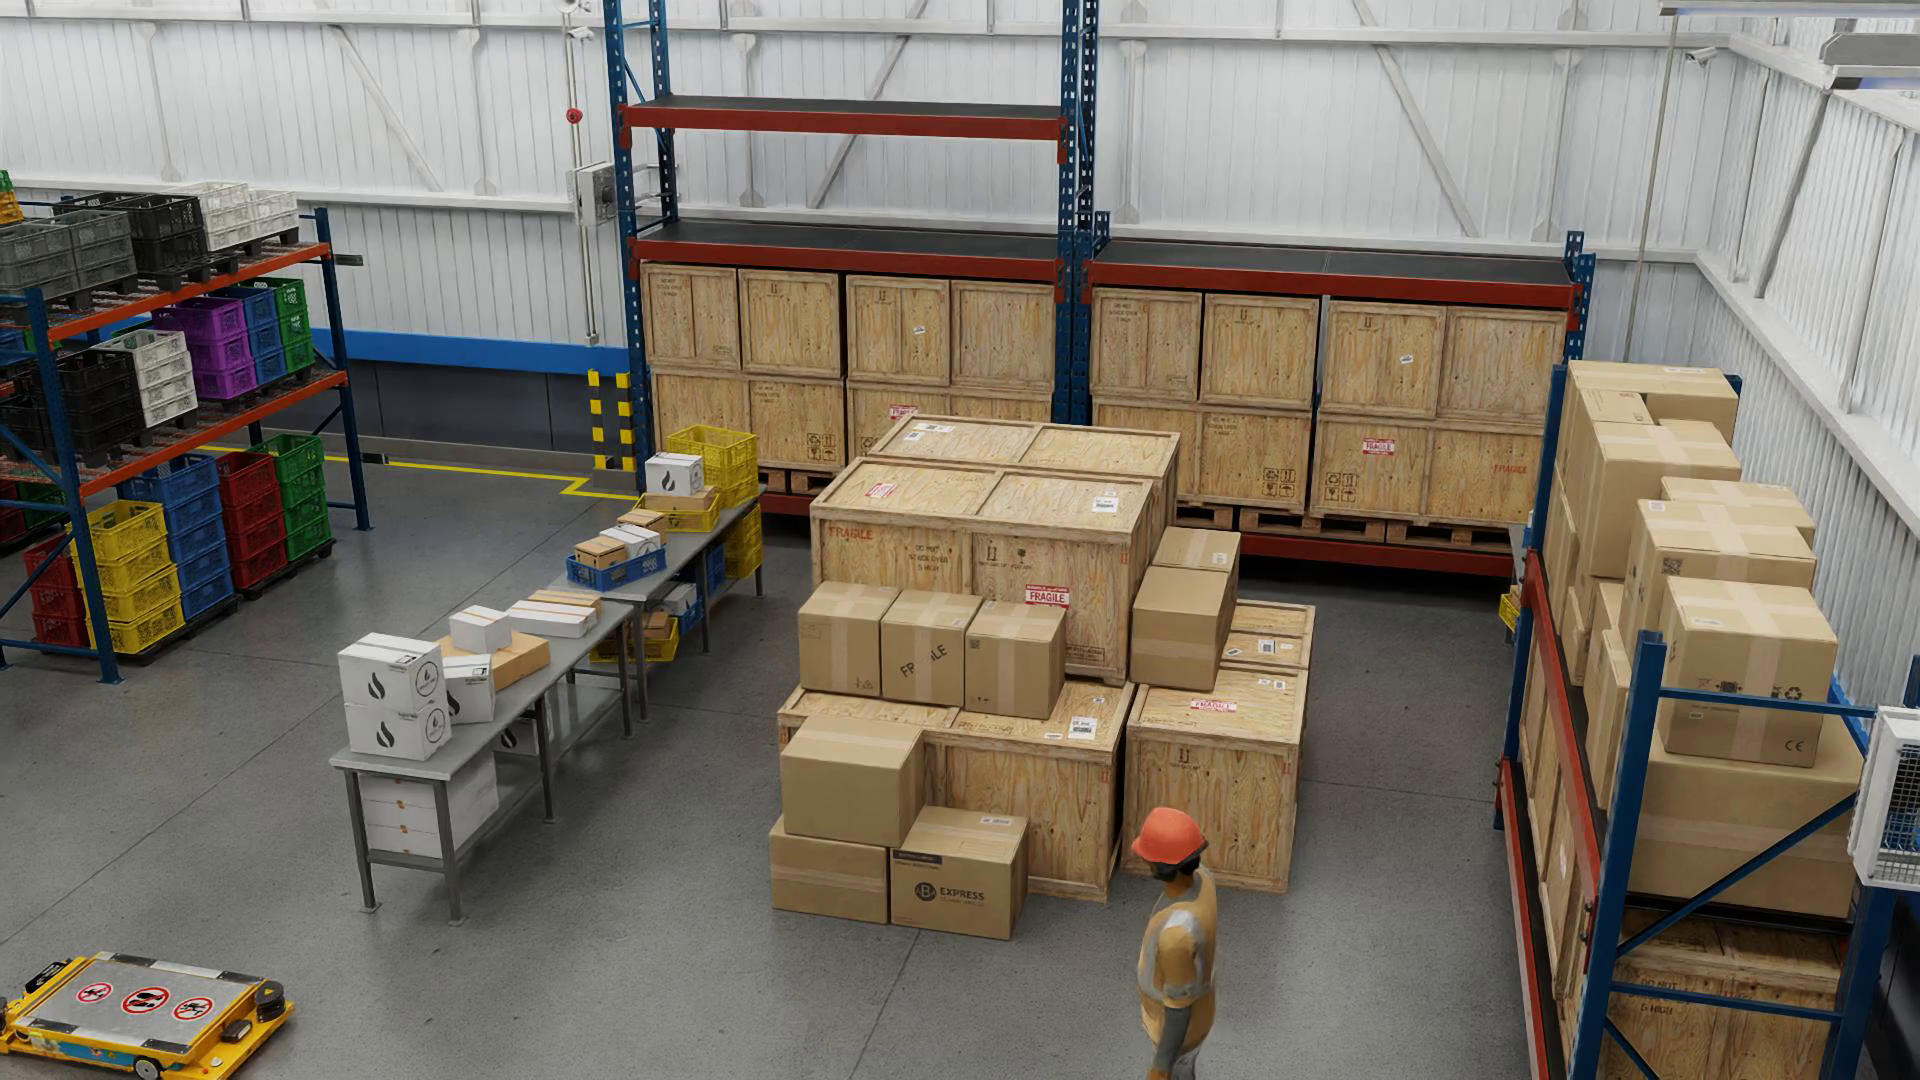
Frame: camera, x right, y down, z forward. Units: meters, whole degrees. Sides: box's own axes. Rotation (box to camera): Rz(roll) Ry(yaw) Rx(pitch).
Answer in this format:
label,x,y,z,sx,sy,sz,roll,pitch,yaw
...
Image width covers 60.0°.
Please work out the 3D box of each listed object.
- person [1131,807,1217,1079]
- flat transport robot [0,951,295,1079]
label,x,y,z,sx,sy,sz,roll,pitch,yaw
person,0.896,2.064,7.173,0.390,2.037,0.604,6,22,14
flat transport robot,-4.270,2.464,8.601,1.431,0.231,0.659,5,22,13
